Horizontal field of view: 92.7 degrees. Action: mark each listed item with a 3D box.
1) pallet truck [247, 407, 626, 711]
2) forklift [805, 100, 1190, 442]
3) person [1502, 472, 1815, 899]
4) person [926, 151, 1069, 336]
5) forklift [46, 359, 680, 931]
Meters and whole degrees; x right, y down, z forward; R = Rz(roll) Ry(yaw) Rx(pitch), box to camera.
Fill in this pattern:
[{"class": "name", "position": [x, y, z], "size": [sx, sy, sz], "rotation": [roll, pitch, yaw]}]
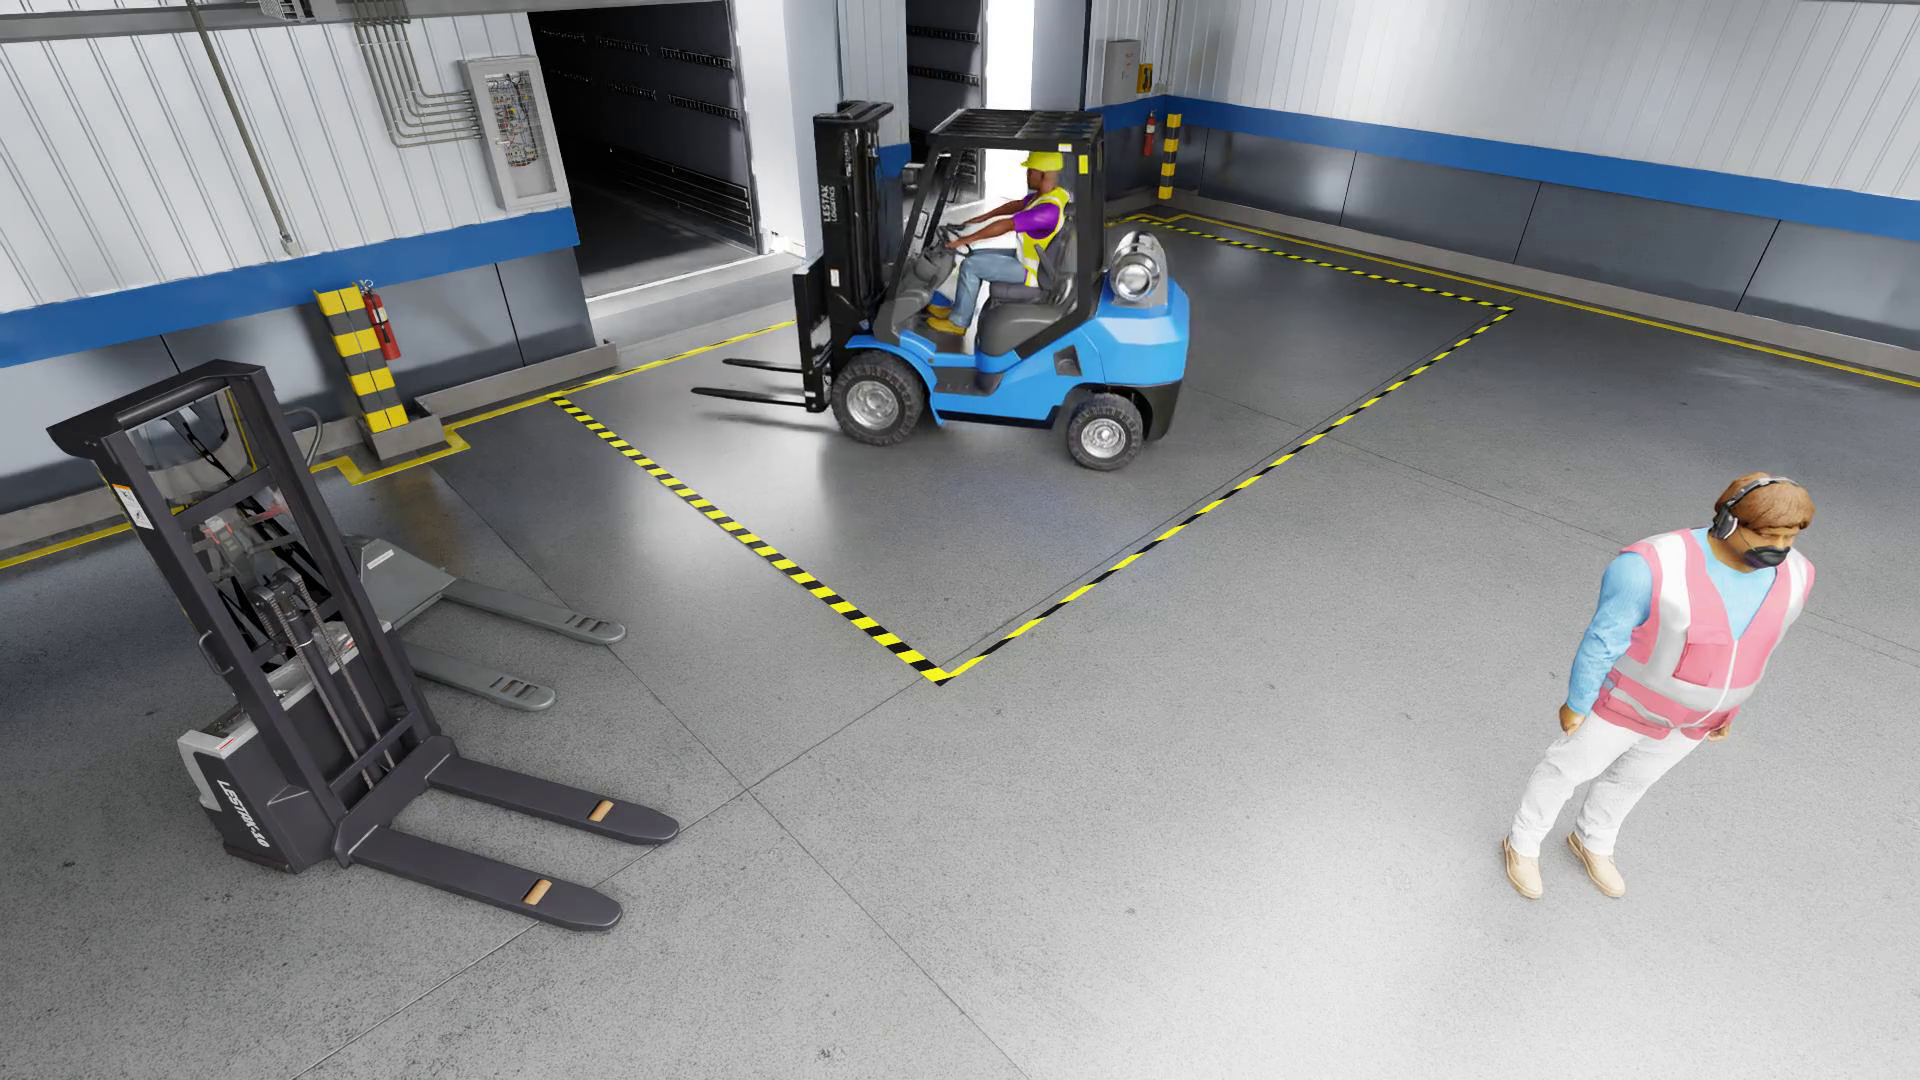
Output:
[{"class": "pallet truck", "position": [-2.628, 0.038, 4.590], "size": [1.601, 1.201, 0.680], "rotation": [12, 36, 18]}, {"class": "forklift", "position": [0.287, -1.905, 6.460], "size": [2.680, 2.036, 1.157], "rotation": [7, 35, 10]}, {"class": "person", "position": [2.460, 0.583, 3.254], "size": [0.621, 1.844, 0.429], "rotation": [0, 34, 1]}, {"class": "person", "position": [0.230, -2.071, 6.371], "size": [1.004, 1.294, 0.635], "rotation": [7, 35, 10]}, {"class": "forklift", "position": [-2.135, 0.422, 3.354], "size": [1.885, 1.965, 0.823], "rotation": [10, 35, 14]}]
